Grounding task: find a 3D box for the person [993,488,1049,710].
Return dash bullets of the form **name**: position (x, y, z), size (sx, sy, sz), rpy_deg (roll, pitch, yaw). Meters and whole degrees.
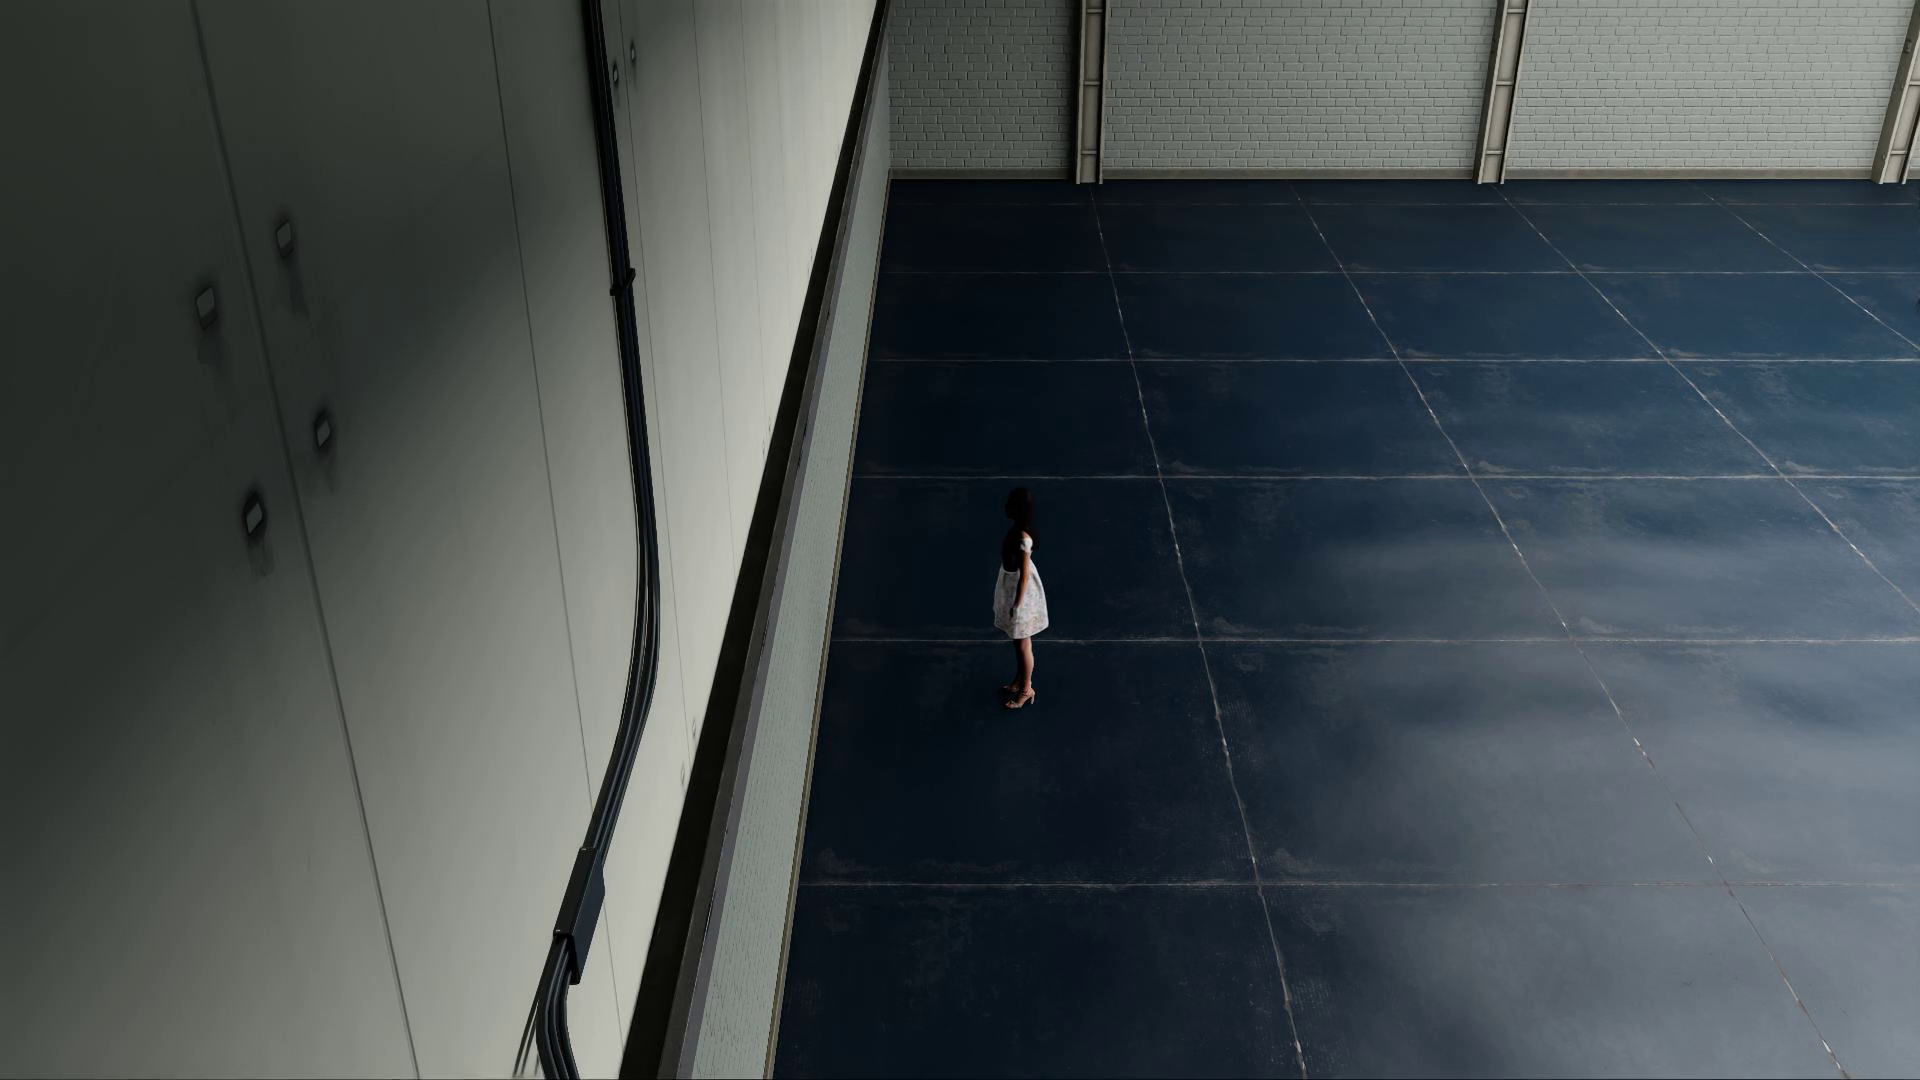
- **person**: position (0.432, 0.420, 12.168), size (0.609, 1.775, 0.630), rpy_deg (0, 28, 0)
